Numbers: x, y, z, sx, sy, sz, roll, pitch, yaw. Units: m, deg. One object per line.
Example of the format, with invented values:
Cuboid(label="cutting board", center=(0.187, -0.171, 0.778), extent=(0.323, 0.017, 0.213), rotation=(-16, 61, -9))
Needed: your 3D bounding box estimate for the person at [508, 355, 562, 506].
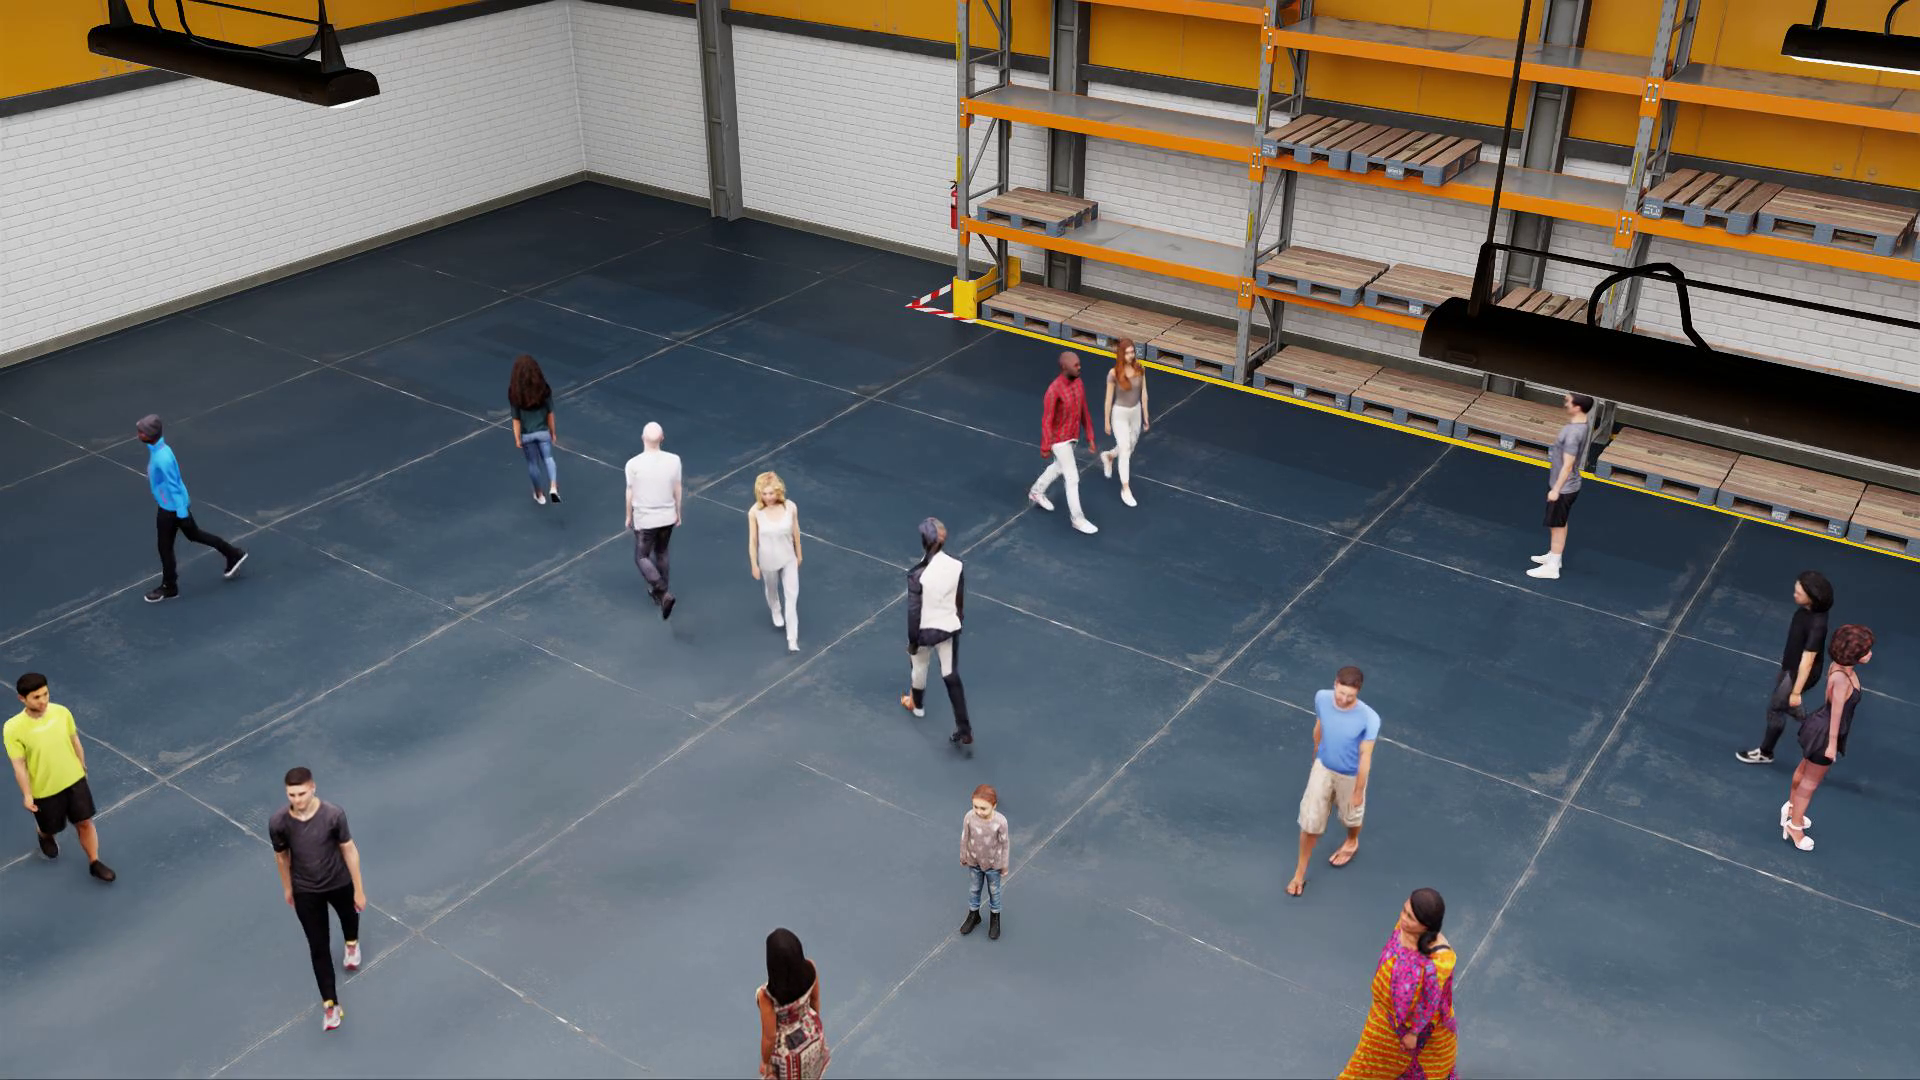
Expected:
Cuboid(label="person", center=(-4.212, -1.043, 16.529), extent=(0.788, 1.605, 0.901), rotation=(-14, 32, -24))

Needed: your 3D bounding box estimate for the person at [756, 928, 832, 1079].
Cuboid(label="person", center=(-0.941, 2.843, 9.363), extent=(0.575, 1.645, 0.680), rotation=(24, 37, 37))

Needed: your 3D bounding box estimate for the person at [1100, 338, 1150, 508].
Cuboid(label="person", center=(1.644, -1.246, 16.804), extent=(0.915, 1.698, 1.128), rotation=(-13, 31, -22))

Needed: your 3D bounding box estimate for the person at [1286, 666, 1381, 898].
Cuboid(label="person", center=(2.667, 1.551, 11.545), extent=(1.033, 1.823, 0.697), rotation=(23, 36, 36))

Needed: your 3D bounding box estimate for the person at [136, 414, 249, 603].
Cuboid(label="person", center=(-7.007, -0.321, 15.041), extent=(0.998, 1.762, 1.199), rotation=(-16, 33, -27))

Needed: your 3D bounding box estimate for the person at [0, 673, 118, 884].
Cuboid(label="person", center=(-6.325, 1.637, 11.528), extent=(0.951, 1.689, 0.689), rotation=(22, 36, 35))

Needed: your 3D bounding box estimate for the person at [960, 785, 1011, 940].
Cuboid(label="person", center=(0.174, 2.130, 11.141), extent=(0.478, 1.194, 0.602), rotation=(8, 30, 14))

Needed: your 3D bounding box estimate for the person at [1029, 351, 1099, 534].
Cuboid(label="person", center=(0.953, -1.021, 16.312), extent=(1.189, 1.775, 0.683), rotation=(23, 36, 35))

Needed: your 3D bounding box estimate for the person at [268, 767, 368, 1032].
Cuboid(label="person", center=(-4.029, 2.140, 10.580), extent=(1.114, 1.713, 1.226), rotation=(-7, 29, -13))

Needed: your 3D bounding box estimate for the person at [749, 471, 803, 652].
Cuboid(label="person", center=(-1.596, 0.123, 14.381), extent=(1.077, 1.615, 1.166), rotation=(-7, 29, -12))

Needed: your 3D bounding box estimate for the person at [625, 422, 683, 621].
Cuboid(label="person", center=(-2.663, -0.140, 14.661), extent=(0.924, 1.809, 1.109), rotation=(-17, 33, -29))

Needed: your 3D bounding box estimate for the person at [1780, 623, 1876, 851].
Cuboid(label="person", center=(6.177, 1.388, 11.881), extent=(0.593, 1.789, 0.605), rotation=(12, 31, 20))

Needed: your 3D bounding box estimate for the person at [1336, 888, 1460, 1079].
Cuboid(label="person", center=(2.690, 2.676, 9.641), extent=(1.113, 1.672, 1.177), rotation=(-11, 30, -19))

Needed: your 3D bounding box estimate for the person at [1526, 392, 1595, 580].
Cuboid(label="person", center=(5.577, -0.527, 15.302), extent=(0.603, 1.873, 0.686), rotation=(13, 31, 23))

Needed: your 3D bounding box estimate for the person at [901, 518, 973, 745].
Cuboid(label="person", center=(-0.135, 0.759, 12.968), extent=(1.069, 1.852, 1.304), rotation=(-15, 32, -26))

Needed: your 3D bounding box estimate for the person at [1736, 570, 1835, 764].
Cuboid(label="person", center=(6.434, 1.008, 12.576), extent=(1.004, 1.790, 0.836), rotation=(13, 31, 22))
